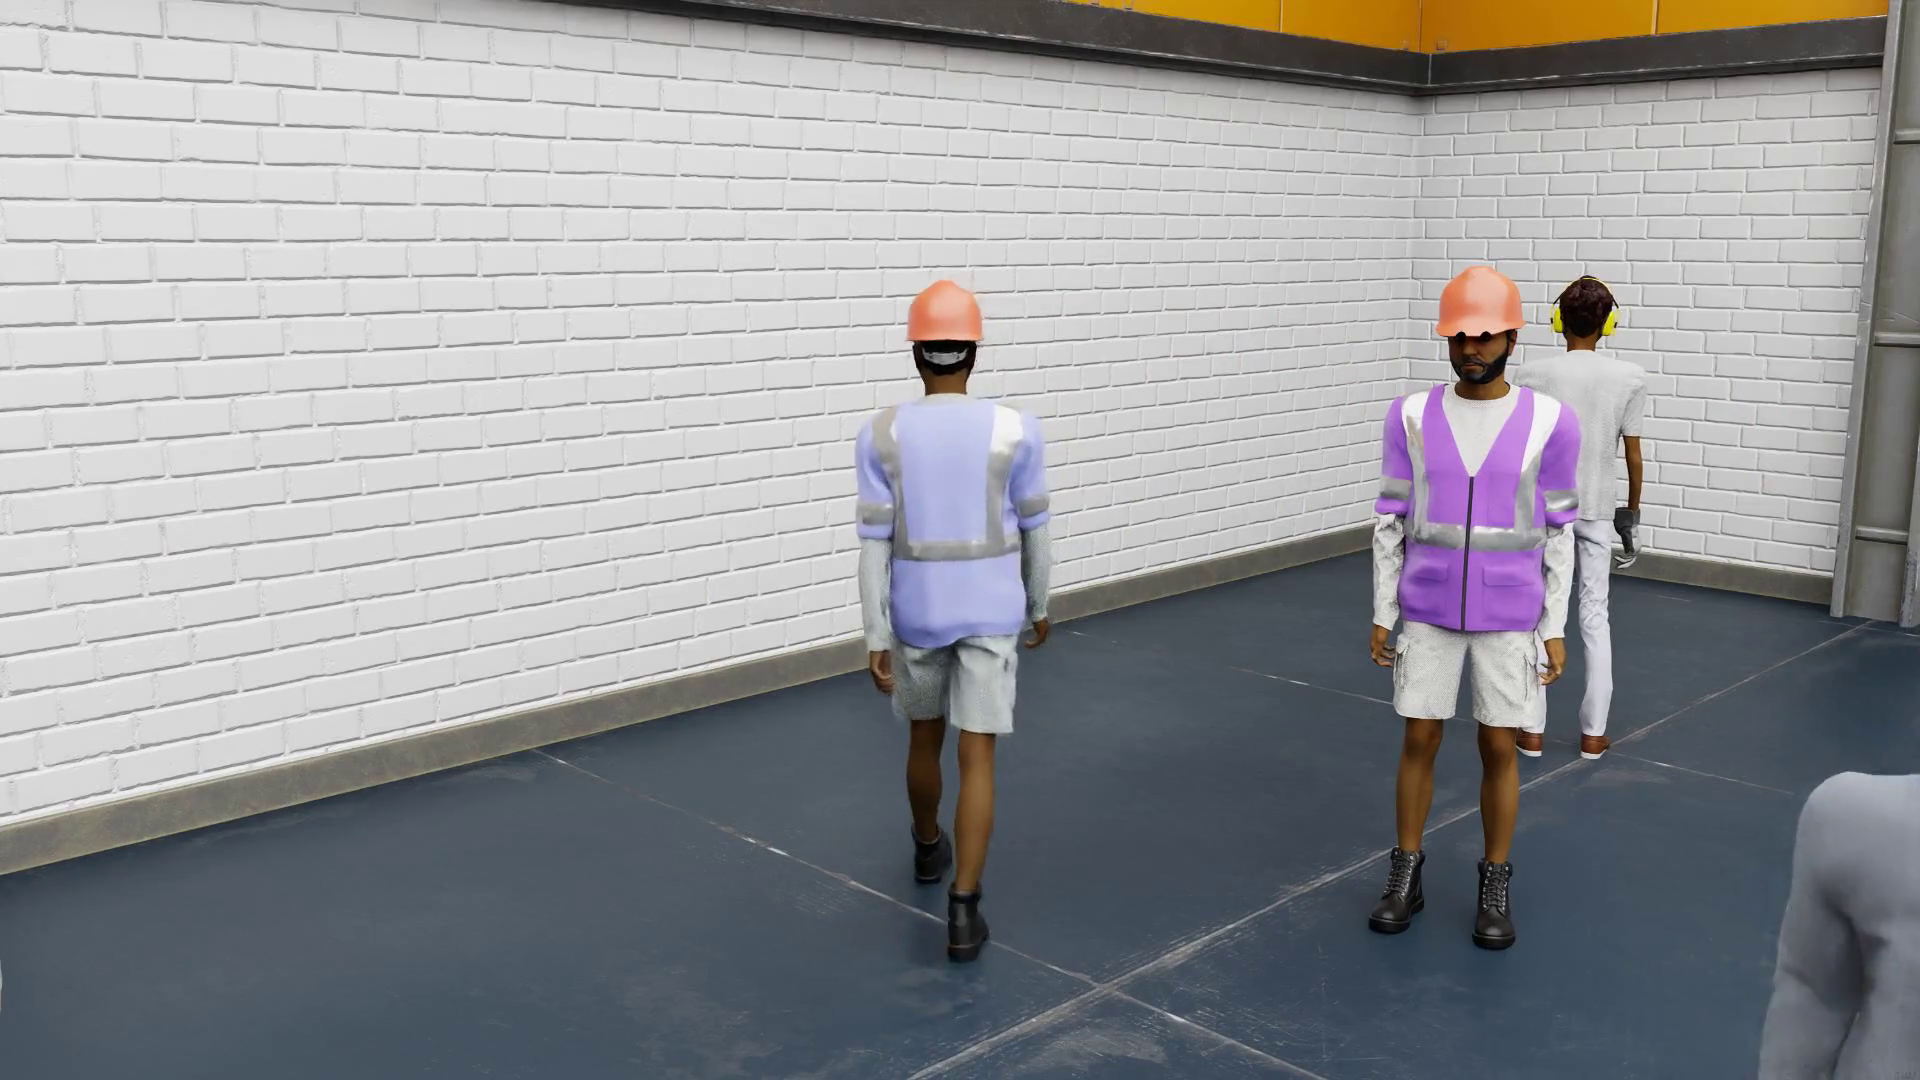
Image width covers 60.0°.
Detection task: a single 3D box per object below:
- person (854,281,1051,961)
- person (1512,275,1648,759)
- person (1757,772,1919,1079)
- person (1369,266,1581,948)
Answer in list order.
[{"bbox_3d":[-0.015,0.199,4.872,0.550,1.898,0.861,1,10,7],"label":"person"},{"bbox_3d":[2.361,-0.080,6.449,0.538,1.869,0.313,2,11,12],"label":"person"},{"bbox_3d":[1.276,0.844,2.093,0.346,1.620,0.530,-7,13,-35],"label":"person"},{"bbox_3d":[1.442,0.201,4.727,0.553,1.935,0.363,4,11,23],"label":"person"}]
